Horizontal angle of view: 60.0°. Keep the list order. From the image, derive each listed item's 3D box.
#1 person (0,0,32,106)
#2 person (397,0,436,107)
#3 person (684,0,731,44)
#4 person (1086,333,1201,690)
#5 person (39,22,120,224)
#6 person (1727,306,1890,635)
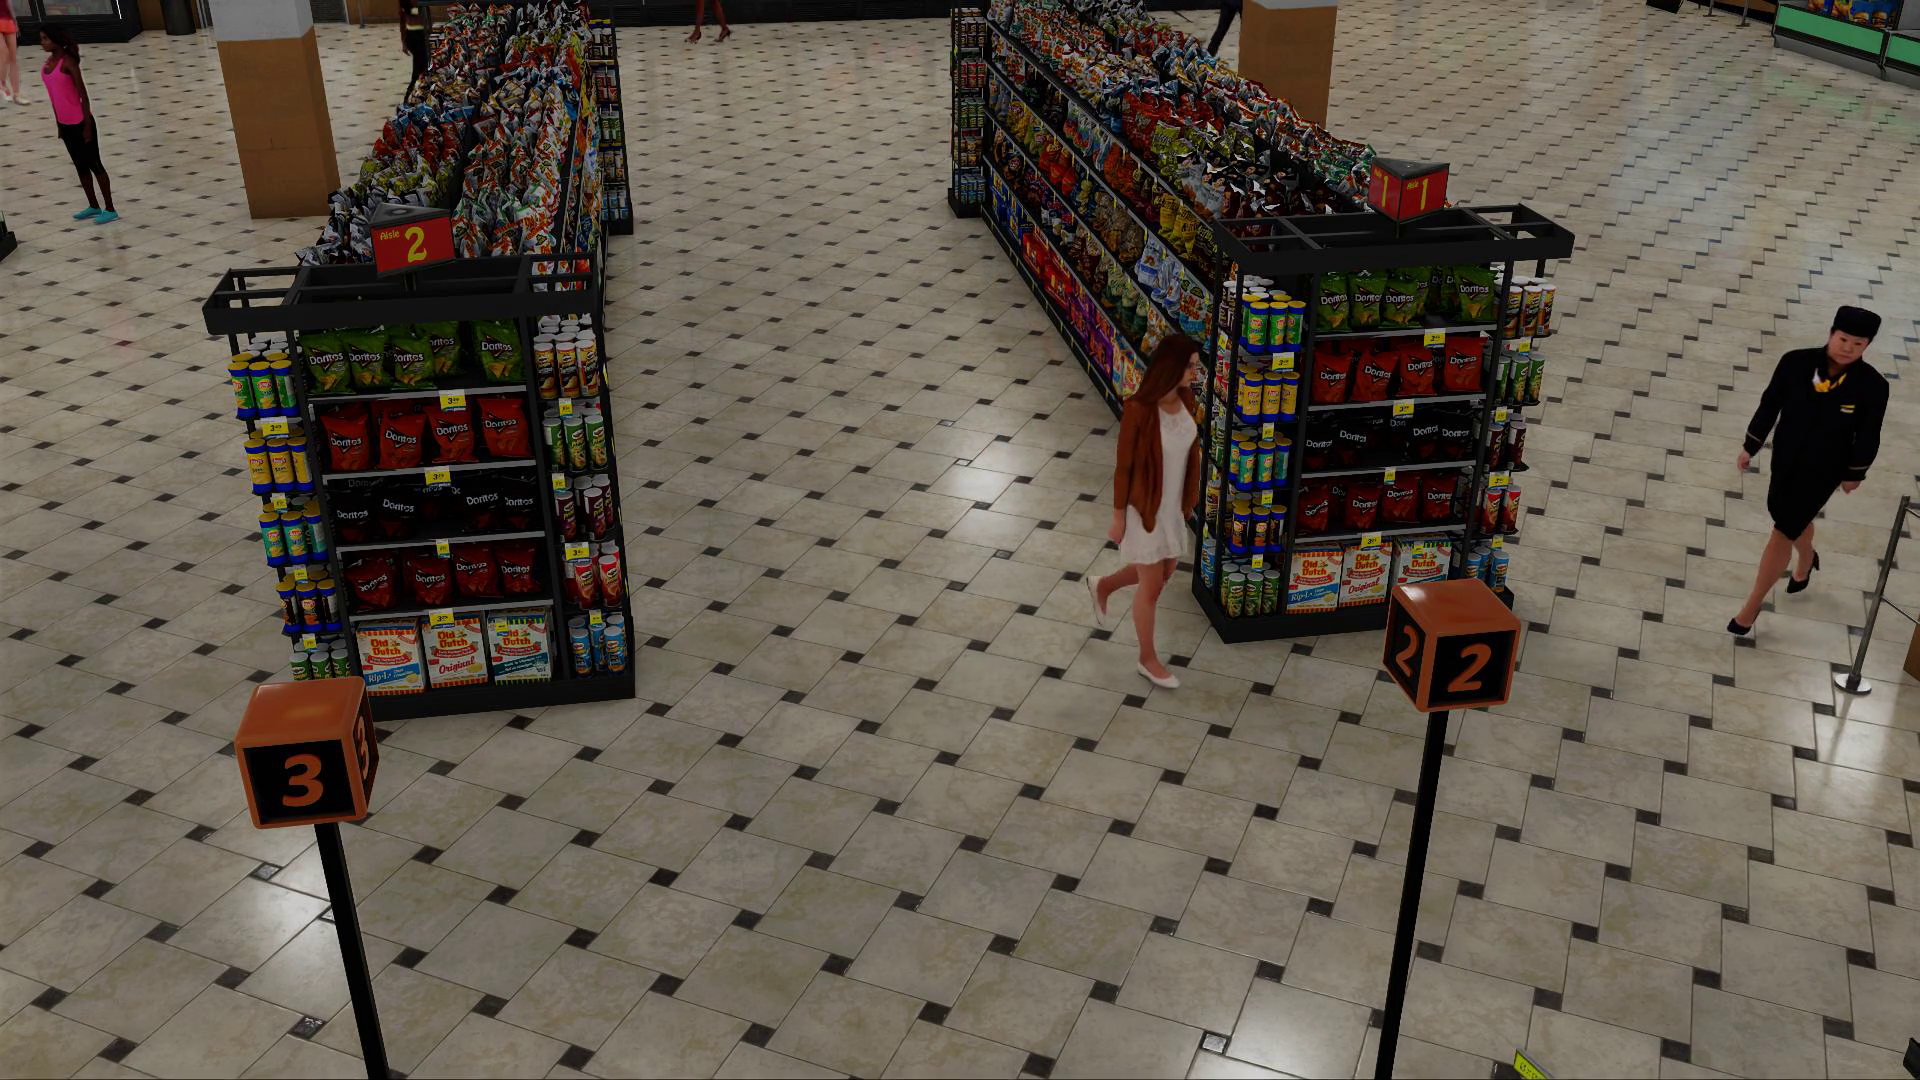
[{"bbox_3d":[-10.898,-5.810,18.768,0.777,1.749,0.716,14,30,25],"label":"person"},{"bbox_3d":[-5.799,-5.207,17.621,1.100,1.710,1.178,17,31,29],"label":"person"},{"bbox_3d":[-3.262,-7.489,22.066,0.785,1.761,0.901,-11,29,-21],"label":"person"},{"bbox_3d":[0.839,-0.174,7.718,0.912,1.691,1.058,-20,33,-34],"label":"person"},{"bbox_3d":[-7.703,-3.635,14.509,0.660,1.722,0.710,14,30,26],"label":"person"},{"bbox_3d":[4.183,-0.360,8.159,1.064,1.623,1.157,-18,32,-32],"label":"person"}]
